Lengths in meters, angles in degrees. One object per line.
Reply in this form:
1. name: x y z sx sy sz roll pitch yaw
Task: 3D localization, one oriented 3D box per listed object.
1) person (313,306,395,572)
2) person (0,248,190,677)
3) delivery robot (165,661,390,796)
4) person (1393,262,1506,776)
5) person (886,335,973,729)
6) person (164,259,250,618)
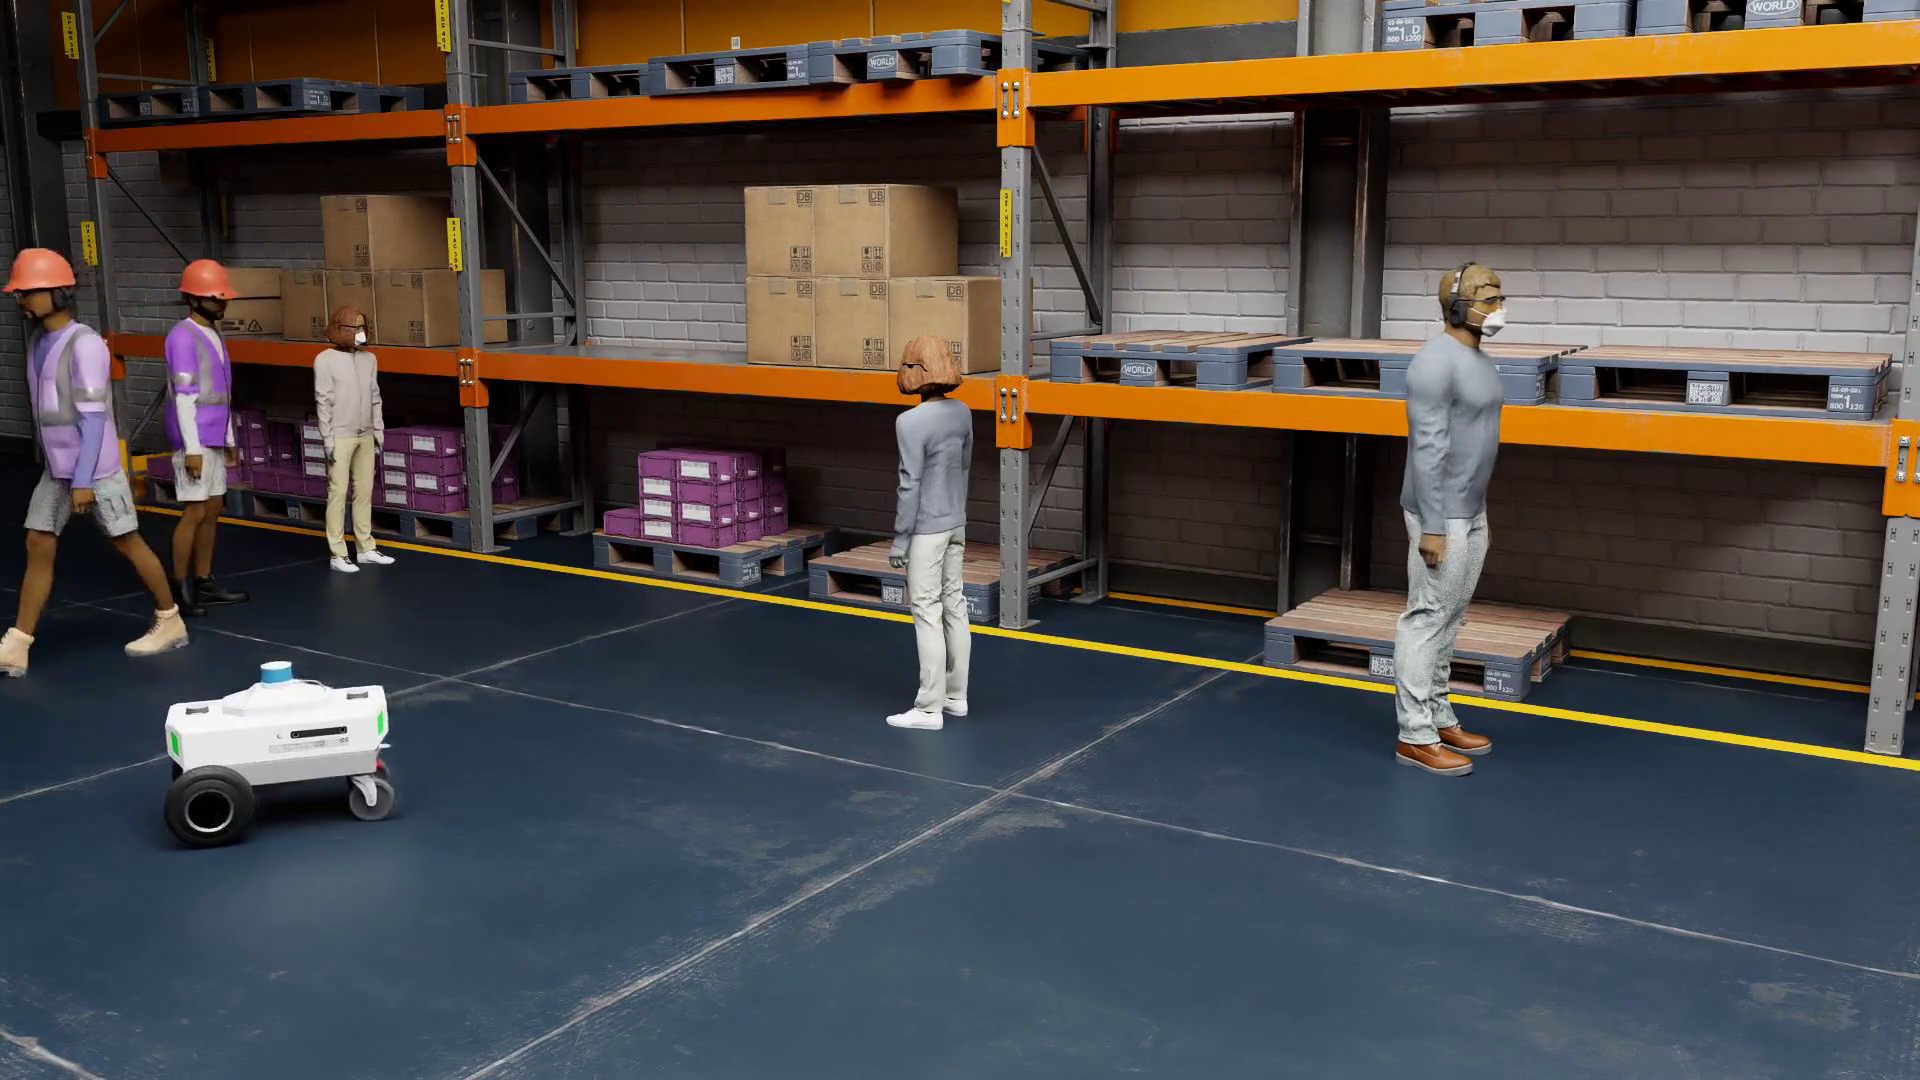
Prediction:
1. person: -3.734 -0.621 10.226 0.278 1.628 0.499 5 11 26
2. person: -4.165 -0.362 7.799 0.625 1.984 1.059 7 12 34
3. delivery robot: -2.364 0.667 5.794 0.707 0.478 0.477 -4 11 -21
4. person: 1.892 -0.087 6.397 0.370 1.940 0.627 7 12 33
5. person: -0.125 -0.029 6.923 0.280 1.633 0.500 6 12 30
6. person: -4.088 -0.548 9.009 0.470 1.923 0.592 0 10 -2
